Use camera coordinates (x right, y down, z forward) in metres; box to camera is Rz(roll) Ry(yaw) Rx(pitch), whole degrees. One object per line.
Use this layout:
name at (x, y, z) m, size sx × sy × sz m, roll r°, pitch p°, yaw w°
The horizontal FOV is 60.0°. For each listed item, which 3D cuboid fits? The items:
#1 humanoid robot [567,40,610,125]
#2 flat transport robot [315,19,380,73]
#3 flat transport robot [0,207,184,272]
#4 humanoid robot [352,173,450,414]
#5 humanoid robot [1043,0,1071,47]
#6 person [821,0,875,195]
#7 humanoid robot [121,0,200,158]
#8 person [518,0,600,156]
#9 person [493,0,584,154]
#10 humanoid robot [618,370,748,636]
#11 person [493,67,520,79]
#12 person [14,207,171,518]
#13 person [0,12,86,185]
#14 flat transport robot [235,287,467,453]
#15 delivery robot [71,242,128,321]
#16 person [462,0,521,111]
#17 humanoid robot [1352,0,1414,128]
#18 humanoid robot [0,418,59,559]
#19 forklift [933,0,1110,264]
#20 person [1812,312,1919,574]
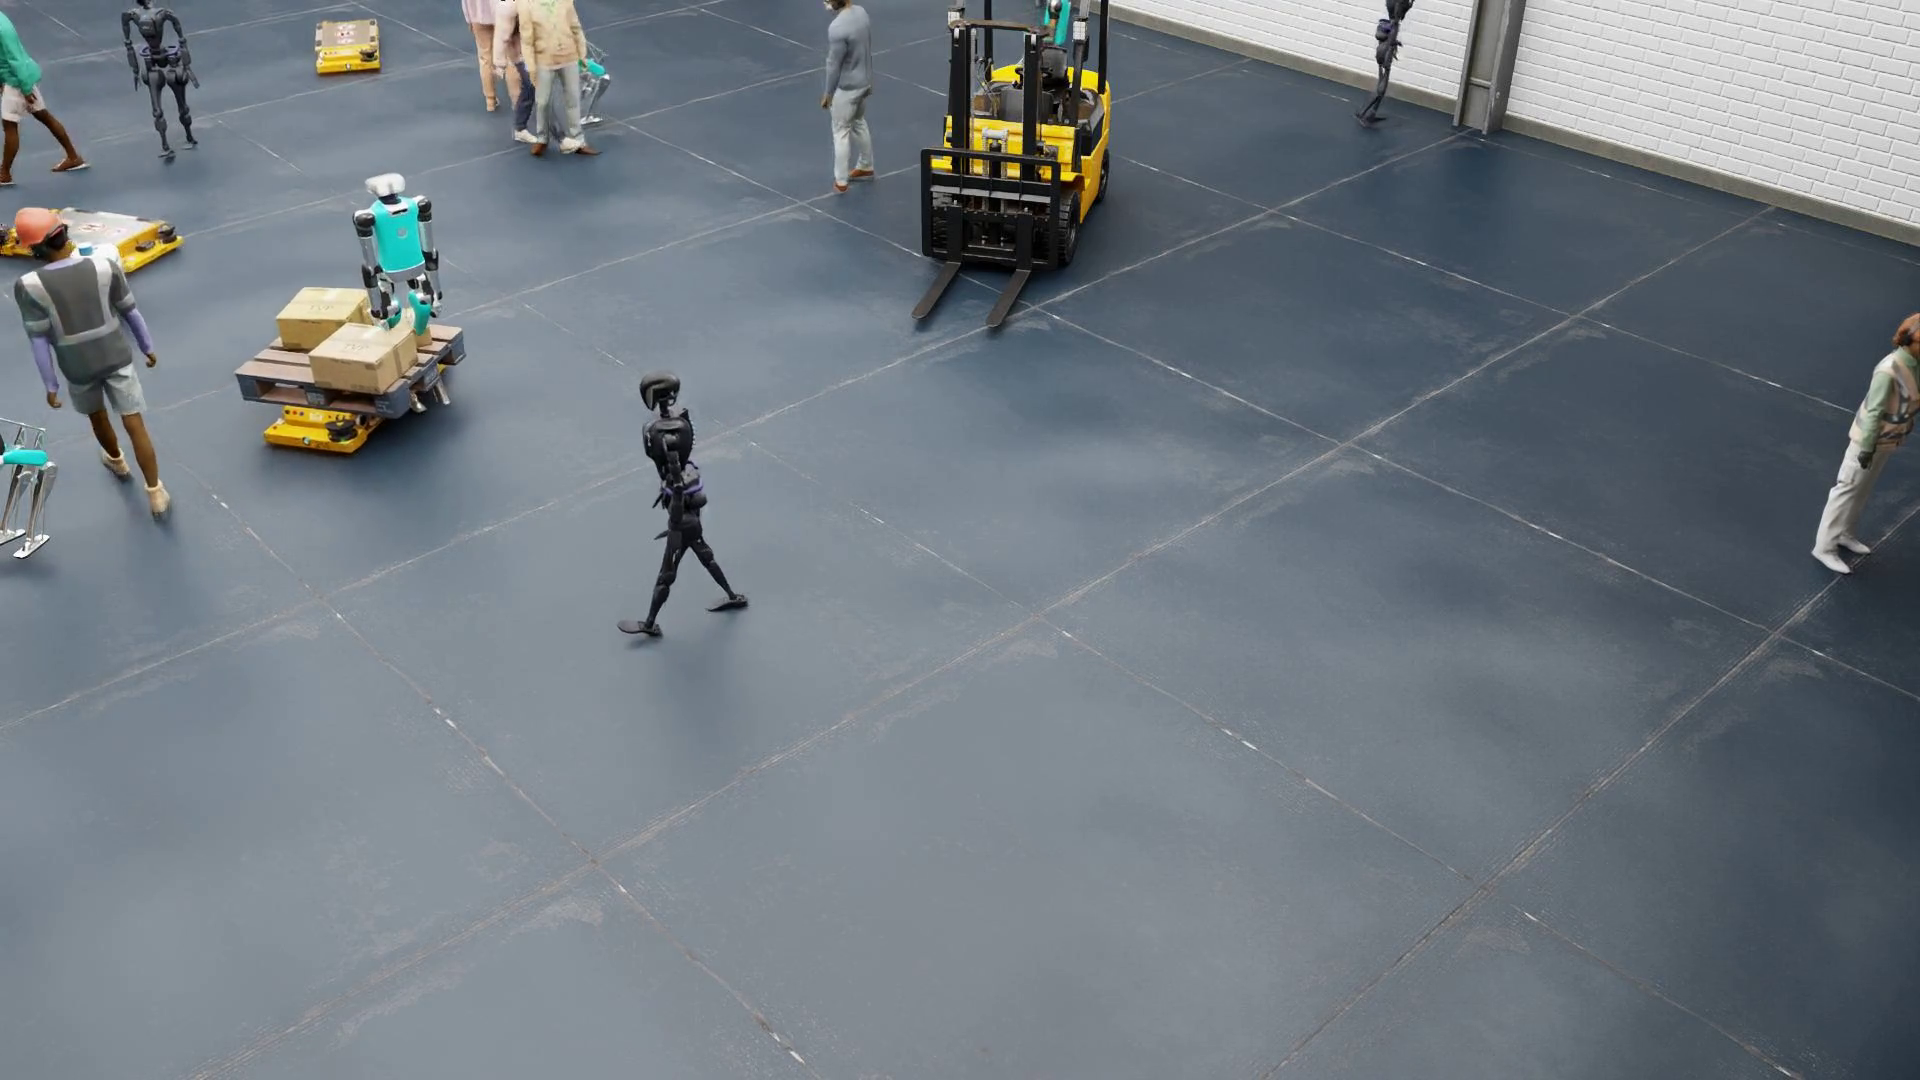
humanoid robot at (-3.730, -4.926, 16.391) m, size 0.701 × 1.798 × 0.532 m, roll -9°, pitch 34°, yaw -13°
flat transport robot at (-6.901, -5.578, 18.747) m, size 0.659 × 0.231 × 1.431 m, roll -9°, pitch 34°, yaw -14°
flat transport robot at (-7.403, -2.551, 14.093) m, size 1.431 × 0.231 × 0.659 m, roll 10°, pitch 34°, yaw 15°
humanoid robot at (-3.883, -1.683, 11.424) m, size 0.540 × 1.811 × 0.662 m, roll -27°, pitch 42°, yaw -35°
humanoid robot at (0.677, -4.396, 15.682) m, size 0.727 × 1.908 × 0.541 m, roll 8°, pitch 34°, yaw 12°
person at (-0.990, -4.082, 14.949) m, size 0.428 × 1.910 × 0.658 m, roll 12°, pitch 35°, yaw 17°
humanoid robot at (-7.543, -4.440, 15.721) m, size 0.599 × 1.641 × 0.675 m, roll -4°, pitch 33°, yaw -6°
person at (-3.853, -4.528, 15.688) m, size 0.677 × 1.855 × 0.497 m, roll -17°, pitch 37°, yaw -25°
person at (-4.027, -4.609, 15.846) m, size 0.965 × 1.809 × 0.810 m, roll 14°, pitch 36°, yaw 21°
humanoid robot at (-1.603, -0.213, 9.246) m, size 0.774 × 1.623 × 0.591 m, roll -9°, pitch 34°, yaw -14°
person at (-4.955, -5.815, 17.750) m, size 0.526 × 1.762 × 0.344 m, roll 21°, pitch 39°, yaw 29°
person at (-5.401, -1.154, 10.372) m, size 0.664 × 1.976 × 1.019 m, roll -20°, pitch 38°, yaw -28°
person at (-8.708, -4.165, 15.171) m, size 0.967 × 1.796 × 0.538 m, roll -17°, pitch 37°, yaw -24°
flat transport robot at (-4.263, -1.068, 11.814) m, size 0.659 × 0.231 × 1.431 m, roll 7°, pitch 34°, yaw 11°
delivery robot at (-6.775, -2.012, 13.021) m, size 0.499 × 0.614 × 0.798 m, roll -10°, pitch 34°, yaw -15°
person at (-4.740, -5.236, 16.831) m, size 0.535 × 1.781 × 0.400 m, roll 0°, pitch 33°, yaw 0°
humanoid robot at (4.225, -4.936, 16.477) m, size 0.446 × 1.643 × 0.609 m, roll 8°, pitch 34°, yaw 13°
humanoid robot at (-5.703, -0.701, 9.782) m, size 0.533 × 1.677 × 0.735 m, roll 15°, pitch 36°, yaw 21°
forklift at (0.570, -3.725, 14.138) m, size 1.214 × 2.155 × 2.313 m, roll 9°, pitch 34°, yaw 13°
person at (5.421, -0.591, 9.823) m, size 0.513 × 1.639 × 0.312 m, roll -26°, pitch 41°, yaw -34°
